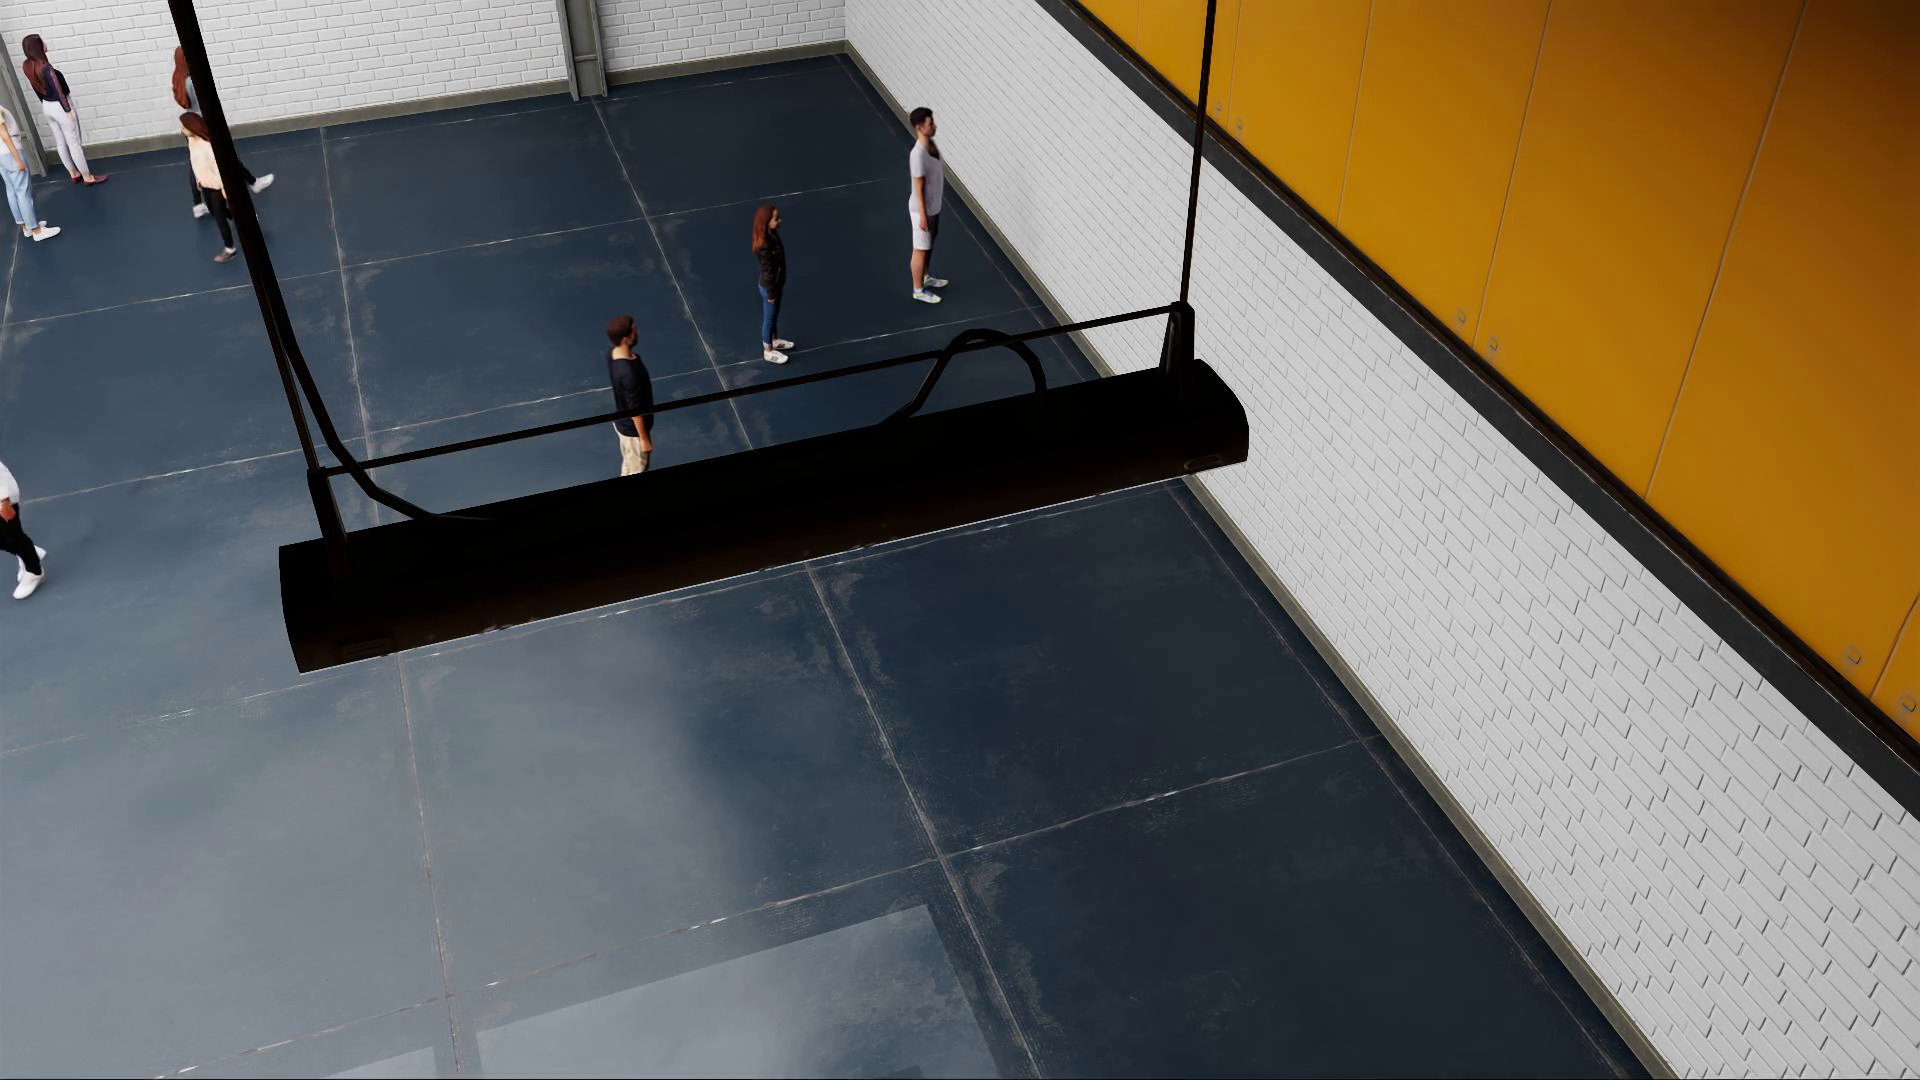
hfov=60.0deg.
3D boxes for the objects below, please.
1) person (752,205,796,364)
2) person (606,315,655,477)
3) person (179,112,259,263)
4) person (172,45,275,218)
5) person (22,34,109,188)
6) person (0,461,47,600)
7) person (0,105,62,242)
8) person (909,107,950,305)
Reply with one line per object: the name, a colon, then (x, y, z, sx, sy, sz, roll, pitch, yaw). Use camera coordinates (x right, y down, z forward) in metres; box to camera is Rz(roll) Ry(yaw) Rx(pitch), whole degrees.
person: (-1.652, -2.255, 14.492, 0.618, 1.481, 0.616, 1, 39, 1)
person: (-2.453, -0.854, 12.442, 0.568, 1.850, 0.651, -15, 41, -18)
person: (-7.123, -3.433, 15.981, 0.814, 1.465, 0.931, 25, 45, 28)
person: (-7.604, -4.033, 16.550, 0.986, 1.691, 1.211, 27, 46, 30)
person: (-9.254, -4.423, 17.106, 0.684, 1.608, 0.728, 20, 43, 23)
person: (-6.899, -0.408, 11.928, 0.788, 1.794, 0.853, 14, 41, 17)
person: (-9.254, -3.731, 16.146, 0.712, 1.723, 0.734, 24, 45, 27)
person: (-0.319, -3.086, 15.233, 0.765, 1.855, 0.768, 8, 39, 9)
